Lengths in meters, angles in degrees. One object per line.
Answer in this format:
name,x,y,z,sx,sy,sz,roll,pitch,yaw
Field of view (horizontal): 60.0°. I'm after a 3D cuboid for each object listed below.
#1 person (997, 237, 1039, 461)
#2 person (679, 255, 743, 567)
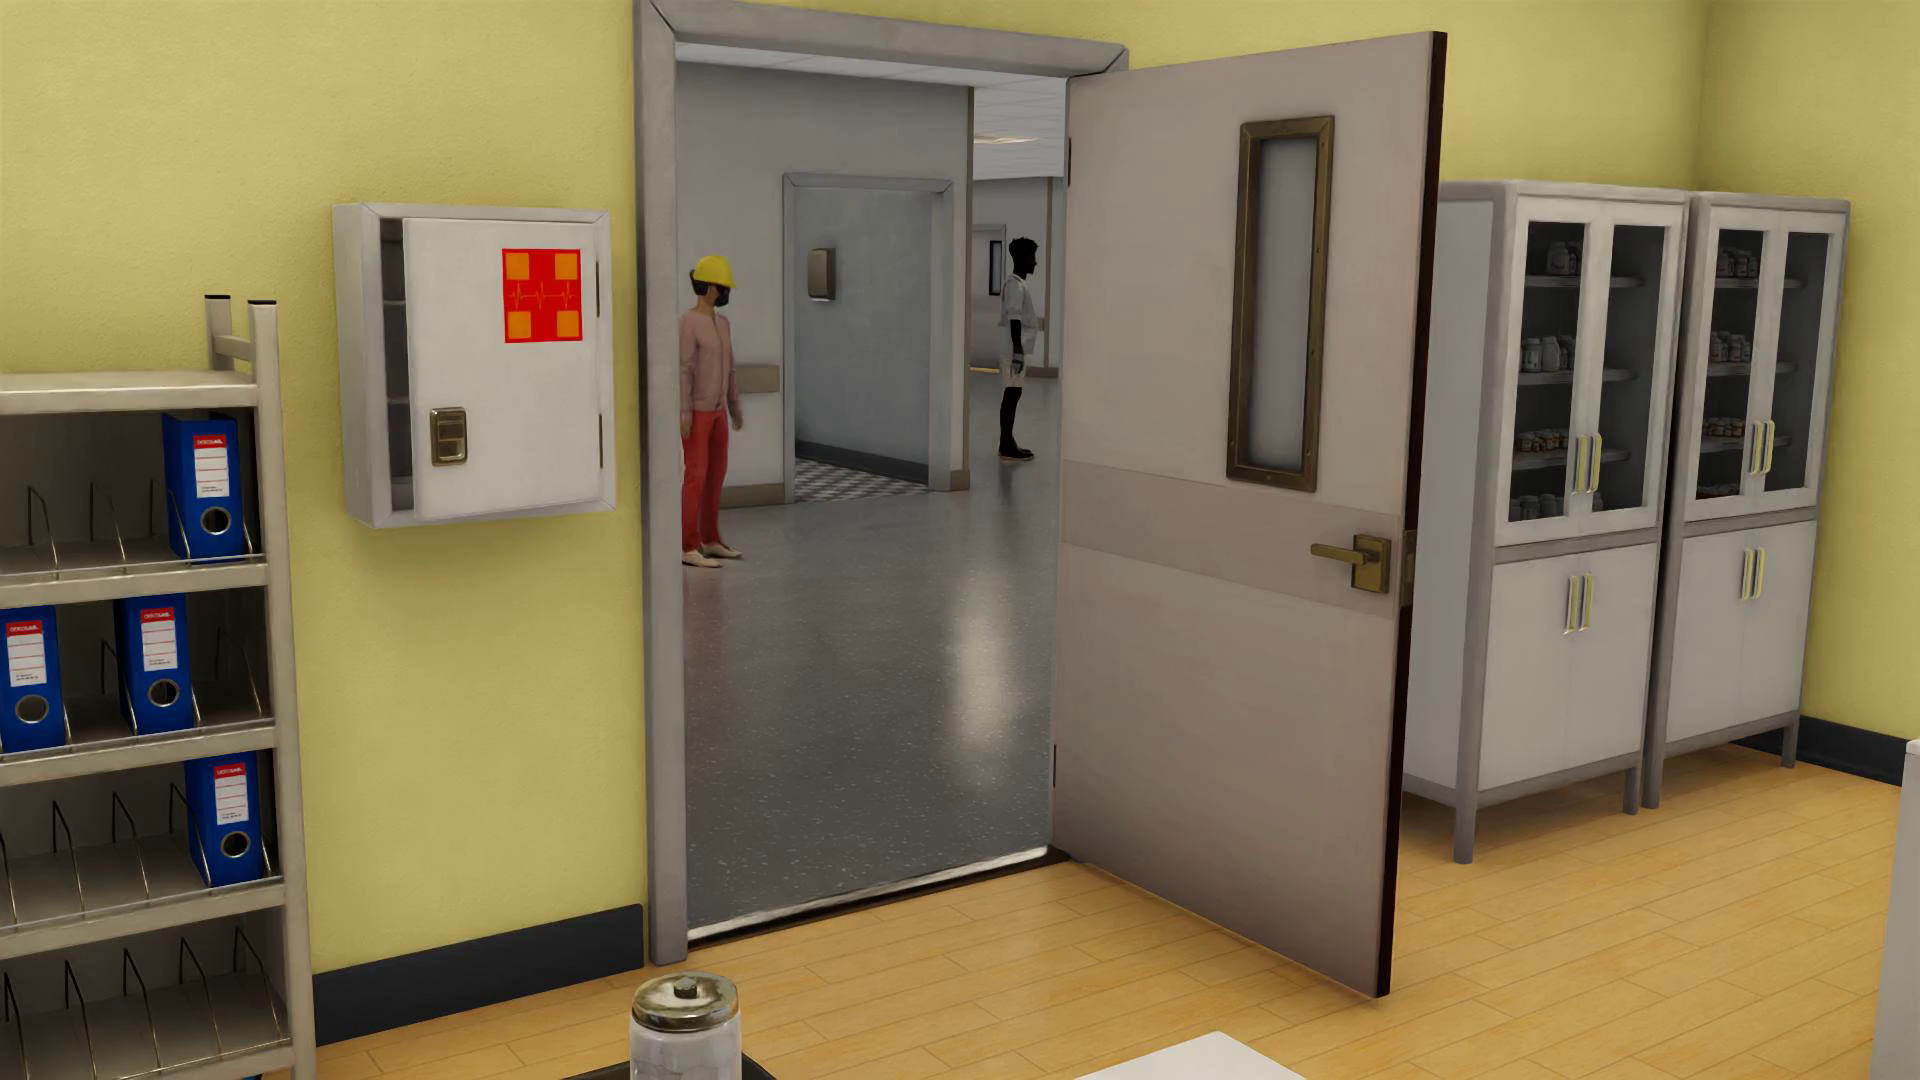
person,0.505,-1.684,14.688,0.362,1.963,0.613,1,10,0
person,-1.428,-0.728,9.458,0.367,1.754,0.550,4,10,20
